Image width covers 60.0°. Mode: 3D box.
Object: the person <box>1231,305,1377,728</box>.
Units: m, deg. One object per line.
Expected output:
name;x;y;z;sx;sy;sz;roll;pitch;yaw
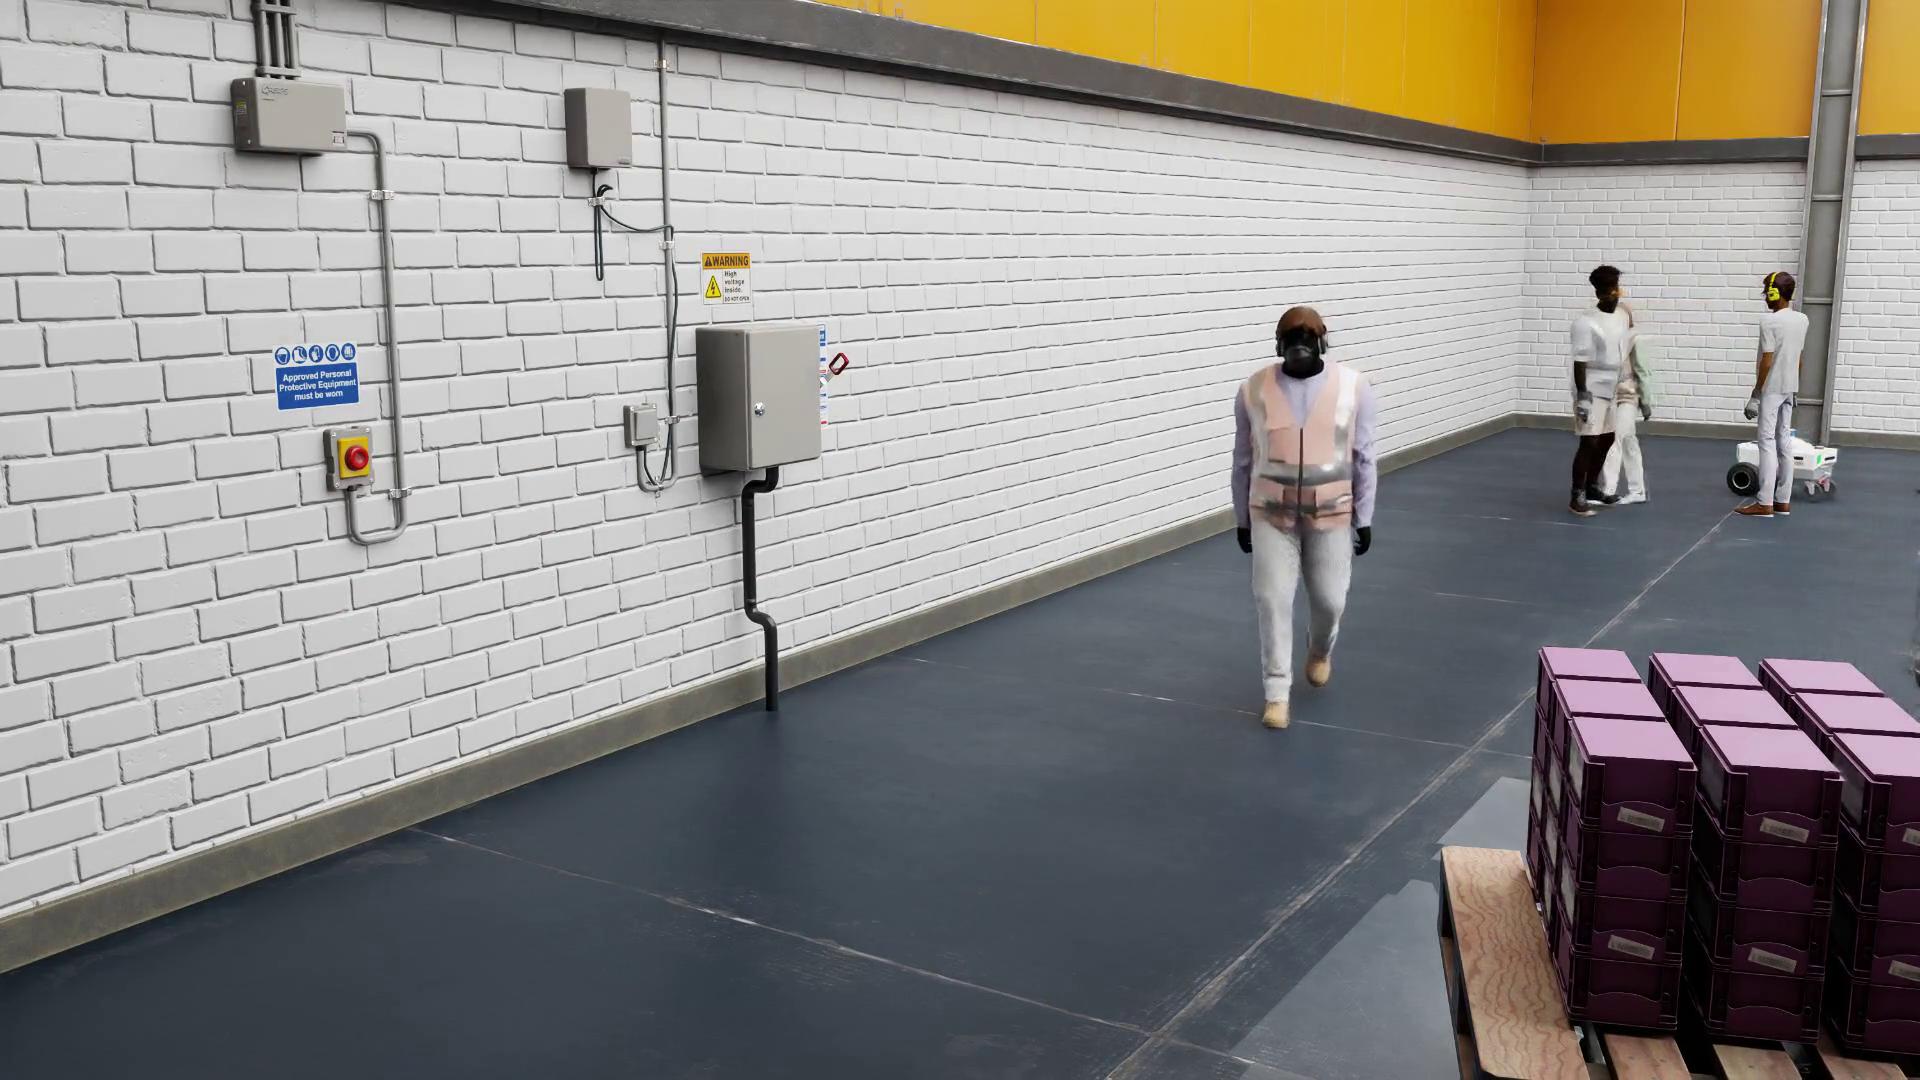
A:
person;1.505;-0.121;7.333;0.631;1.828;0.666;2;11;13

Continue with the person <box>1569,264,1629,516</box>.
person;4.882;-1.143;12.730;0.723;1.922;0.463;-8;13;-37

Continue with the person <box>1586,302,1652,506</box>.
person;5.175;-1.067;13.162;0.711;1.607;0.522;-1;10;-8

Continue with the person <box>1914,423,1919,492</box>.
person;8.181;-1.277;13.727;0.578;1.821;0.614;7;13;35

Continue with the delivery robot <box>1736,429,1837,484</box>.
delivery robot;6.763;-0.668;13.612;0.477;0.478;0.707;-8;14;-38

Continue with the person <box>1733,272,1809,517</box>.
person;6.193;-1.104;12.677;0.518;1.865;0.328;-6;12;-29

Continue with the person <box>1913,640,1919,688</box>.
person;3.252;0.346;5.162;0.554;1.671;0.376;0;10;0
